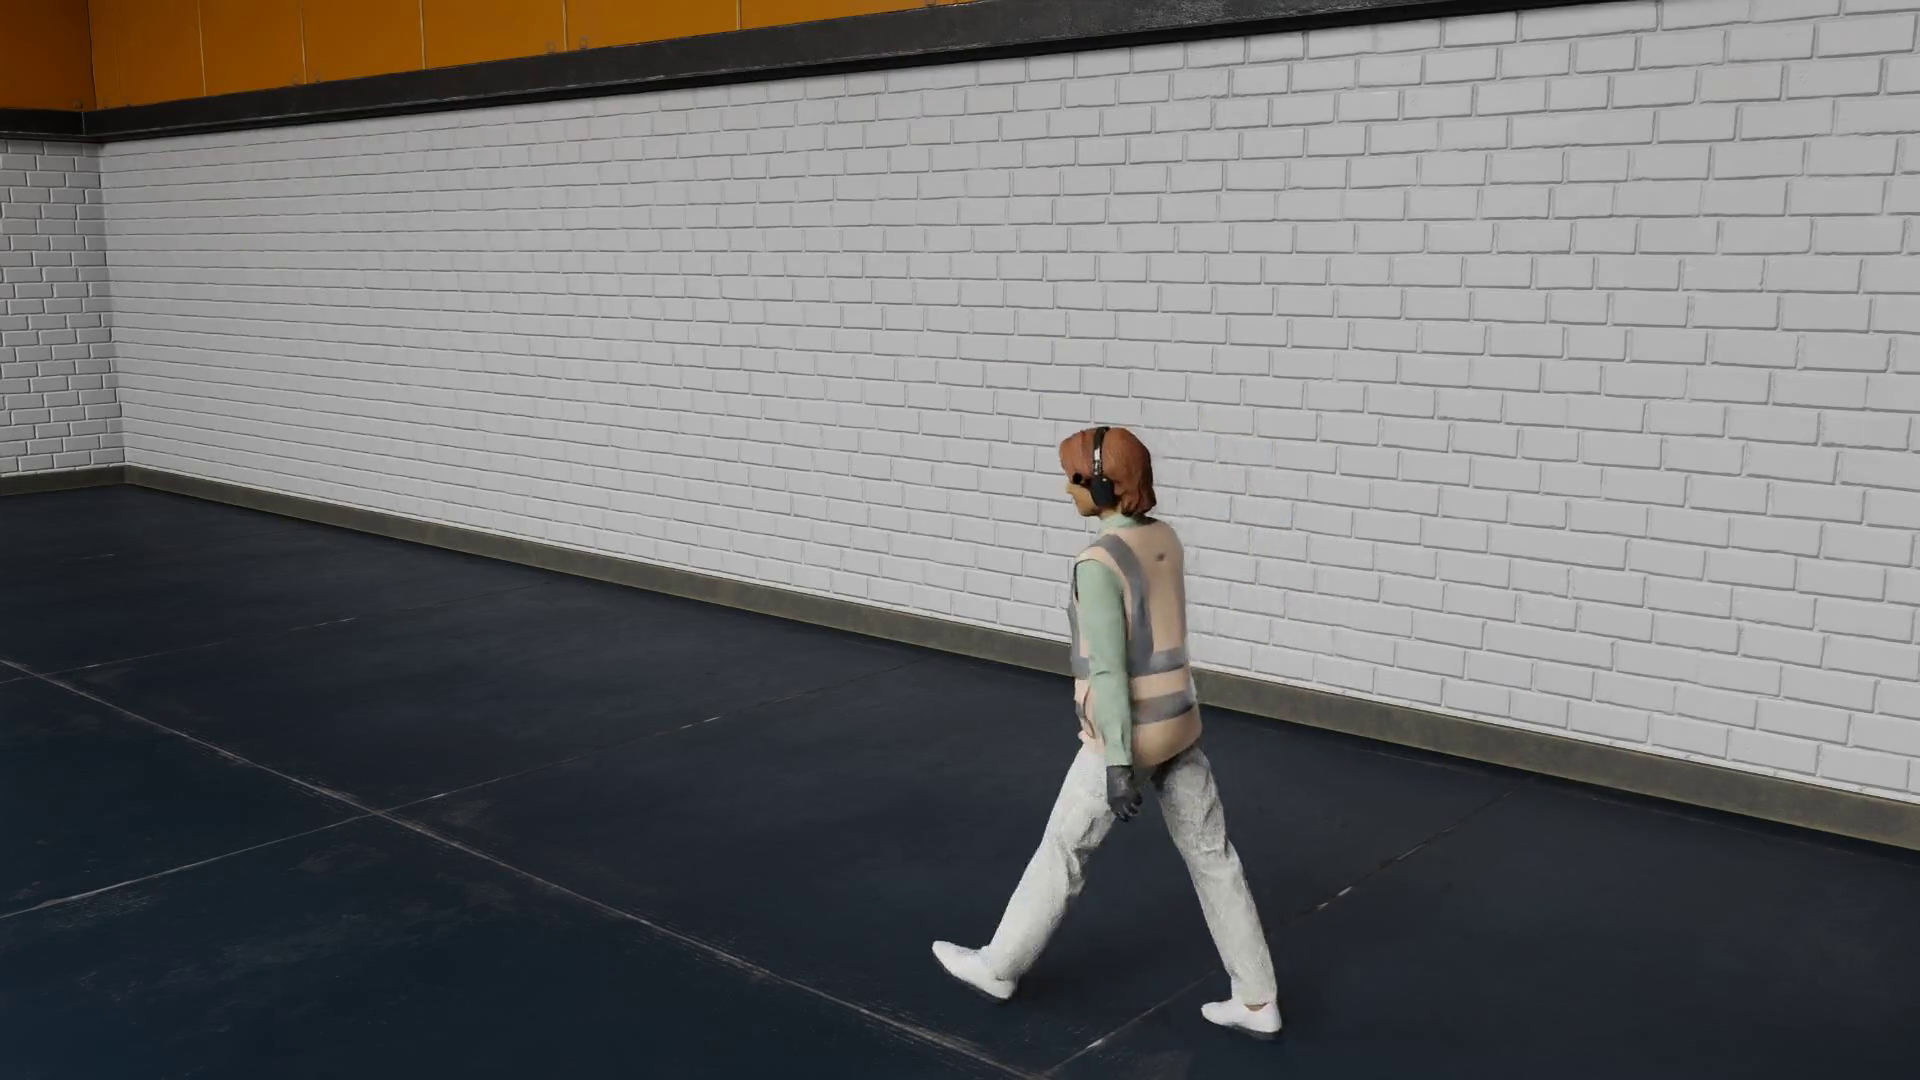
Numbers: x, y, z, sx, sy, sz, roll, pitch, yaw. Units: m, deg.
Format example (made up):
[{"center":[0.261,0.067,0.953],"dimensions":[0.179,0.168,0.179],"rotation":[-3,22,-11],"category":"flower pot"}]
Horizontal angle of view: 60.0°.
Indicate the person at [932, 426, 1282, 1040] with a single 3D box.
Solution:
[{"center":[0.398,0.499,4.262],"dimensions":[0.943,1.574,0.548],"rotation":[6,12,32],"category":"person"}]
